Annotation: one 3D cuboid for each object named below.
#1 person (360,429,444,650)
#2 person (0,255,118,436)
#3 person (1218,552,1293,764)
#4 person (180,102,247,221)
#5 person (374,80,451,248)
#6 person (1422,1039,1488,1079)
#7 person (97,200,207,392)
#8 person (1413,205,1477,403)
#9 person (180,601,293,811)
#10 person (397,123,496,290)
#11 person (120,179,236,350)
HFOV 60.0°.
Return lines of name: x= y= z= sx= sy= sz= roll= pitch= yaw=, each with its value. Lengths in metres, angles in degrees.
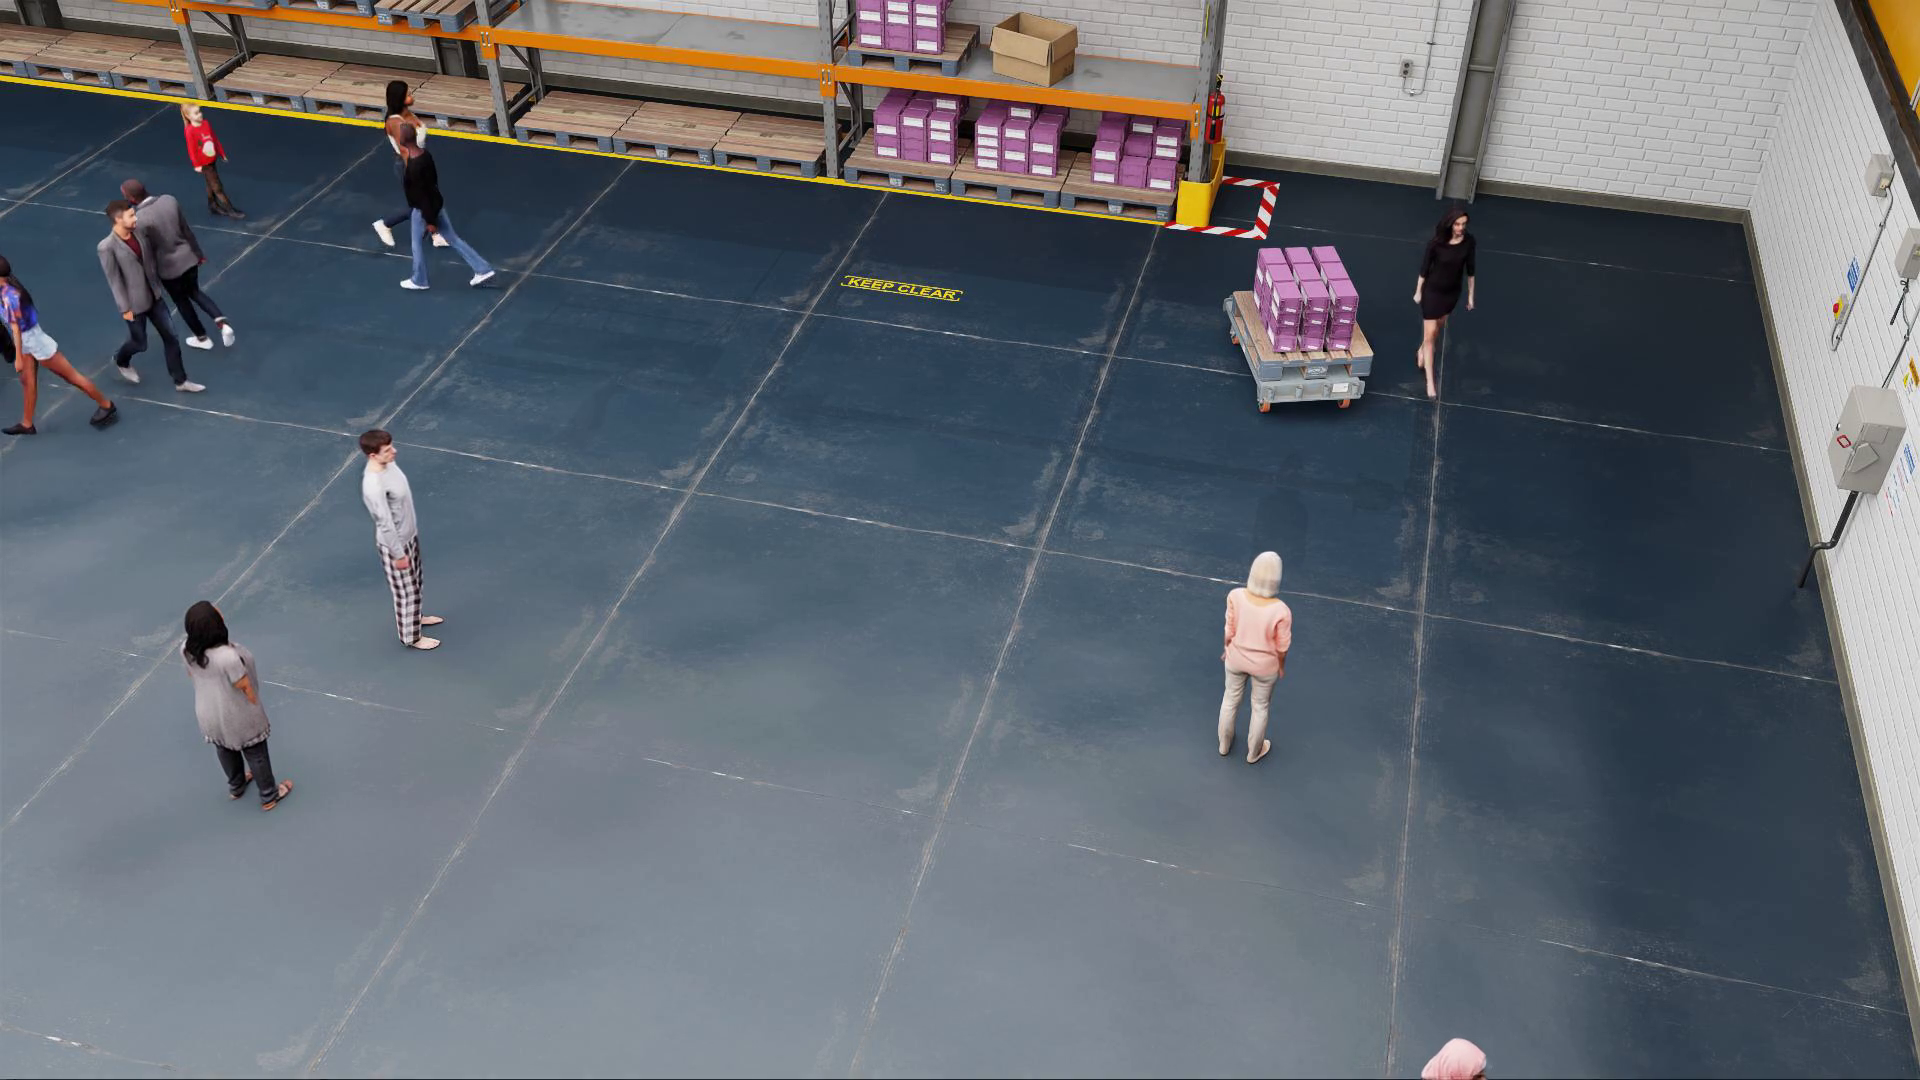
person: x=-4.057 y=-0.026 z=11.983 sx=0.674 sy=1.847 sz=0.703 roll=-4 pitch=39 yaw=-5
person: x=-7.765 y=-1.660 z=14.153 sx=1.202 sy=1.694 sz=1.186 roll=-24 pitch=44 yaw=-27
person: x=1.948 y=0.782 z=11.069 sx=0.524 sy=1.725 sz=0.703 roll=17 pitch=42 yaw=20
person: x=-7.926 y=-3.971 z=17.388 sx=0.748 sy=1.267 sz=0.504 roll=10 pitch=40 yaw=12
person: x=-5.568 y=-3.702 z=16.635 sx=1.108 sy=1.786 sz=0.804 roll=-1 pitch=39 yaw=-1
person: x=2.333 y=3.038 z=8.181 sx=0.623 sy=1.804 sz=0.658 roll=14 pitch=41 yaw=17
person: x=-7.267 y=-2.108 z=14.593 sx=1.122 sy=1.844 sz=0.748 roll=13 pitch=40 yaw=16
person: x=4.243 y=-2.199 z=14.765 sx=1.051 sy=1.771 sz=0.922 roll=-5 pitch=39 yaw=-6
person: x=-4.750 y=1.079 z=10.795 sx=0.613 sy=1.604 sz=0.707 roll=13 pitch=40 yaw=15
person: x=-5.013 y=-3.169 z=16.033 sx=1.218 sy=1.704 sz=0.770 roll=1 pitch=39 yaw=2
person: x=-7.033 y=-2.443 z=15.062 sx=0.952 sy=1.782 sz=0.878 roll=22 pitch=44 yaw=25
